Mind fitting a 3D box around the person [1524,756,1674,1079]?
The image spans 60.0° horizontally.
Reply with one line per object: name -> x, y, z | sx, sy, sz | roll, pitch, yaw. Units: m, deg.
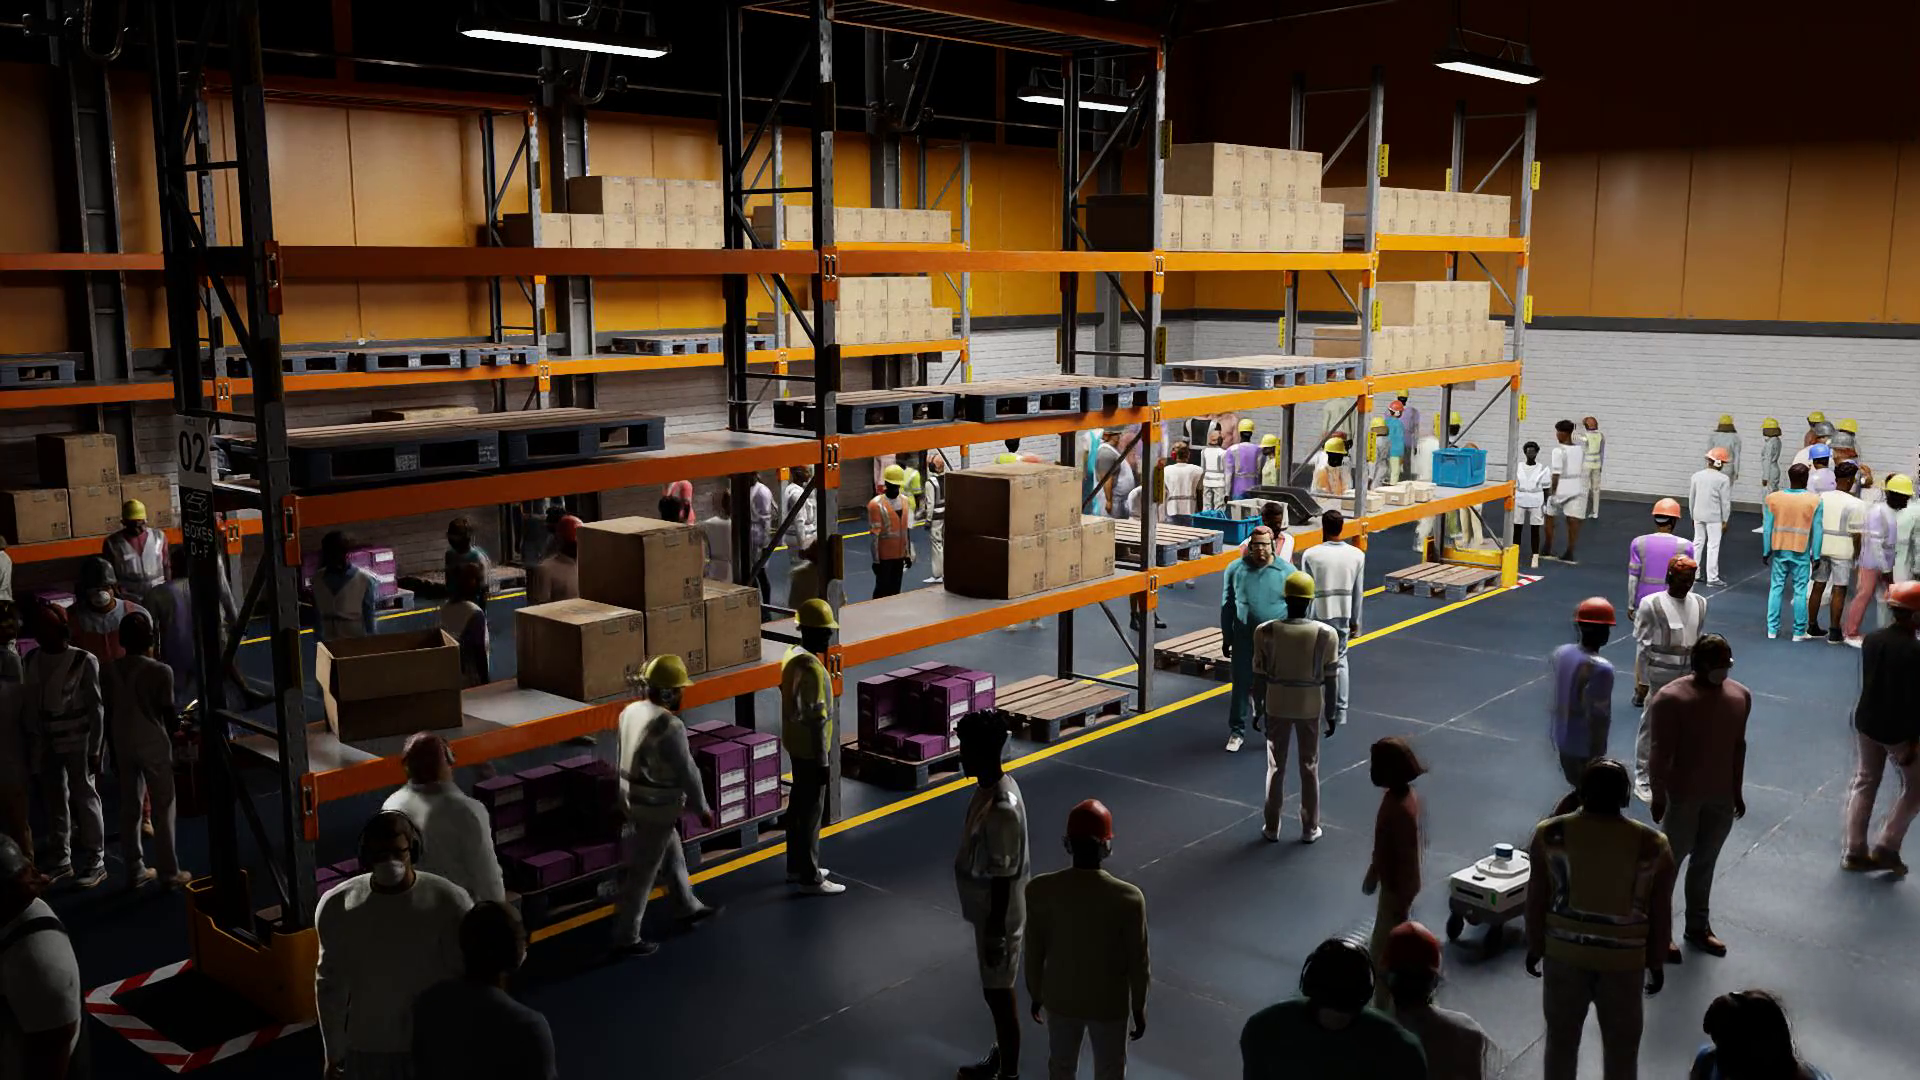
person -> 2.907, 1.888, 7.611 | 0.633, 1.839, 0.429 | 3, 10, 18

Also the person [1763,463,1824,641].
person -> 8.941, 0.131, 17.884 | 0.587, 1.915, 0.393 | 8, 13, 41

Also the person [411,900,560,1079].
person -> -1.541, 2.161, 5.827 | 0.643, 1.889, 1.007 | 9, 13, 41

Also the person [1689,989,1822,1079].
person -> 2.624, 2.294, 5.315 | 0.594, 1.802, 0.667 | -3, 10, -17

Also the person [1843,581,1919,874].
person -> 6.172, 1.246, 11.026 | 0.487, 1.972, 0.630 | -2, 10, -14

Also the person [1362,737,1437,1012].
person -> 2.290, 1.827, 8.691 | 0.548, 1.619, 0.508 | 2, 10, 12

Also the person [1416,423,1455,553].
person -> 6.759, -0.738, 23.172 | 0.826, 1.870, 0.728 | -1, 10, -4

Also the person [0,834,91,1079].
person -> -3.512, 2.033, 6.150 | 0.536, 2.000, 0.683 | -7, 12, -36

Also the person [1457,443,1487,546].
person -> 6.912, -0.506, 22.541 | 0.270, 1.627, 0.499 | -5, 11, -27

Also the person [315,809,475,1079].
person -> -2.226, 2.006, 6.611 | 0.633, 1.940, 0.368 | -1, 10, -6

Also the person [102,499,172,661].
person -> -7.855, 0.507, 15.928 | 0.586, 1.824, 0.408 | -7, 12, -37

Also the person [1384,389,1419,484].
person -> 7.558, -1.658, 28.523 | 0.592, 1.926, 0.366 | 1, 10, 8

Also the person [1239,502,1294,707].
person -> 2.798, 0.589, 15.185 | 0.592, 1.907, 0.414 | -6, 11, -31

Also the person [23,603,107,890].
person -> -5.821, 1.333, 10.785 | 0.573, 1.887, 0.356 | 2, 10, 12

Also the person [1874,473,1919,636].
person -> 9.780, 0.234, 17.312 | 0.540, 1.897, 0.584 | -3, 10, -18

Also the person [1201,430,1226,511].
person -> 3.697, -0.770, 24.080 | 0.310, 1.639, 0.514 | -9, 13, -43

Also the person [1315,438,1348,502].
person -> 4.552, -0.303, 20.431 | 0.383, 1.924, 0.594 | 5, 11, 29

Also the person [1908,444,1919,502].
person -> 13.422, -0.718, 22.980 | 0.661, 1.891, 0.872 | 2, 10, 12

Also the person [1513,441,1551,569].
person -> 7.547, -0.470, 22.103 | 0.541, 1.700, 0.315 | 5, 11, 26

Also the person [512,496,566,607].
person -> -4.691, -0.033, 18.500 | 0.609, 2.034, 0.404 | 2, 10, 10

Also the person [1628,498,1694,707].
person -> 6.372, 0.581, 15.163 | 0.547, 1.924, 0.391 | 5, 11, 28

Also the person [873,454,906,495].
person -> -0.993, -0.776, 23.768 | 0.526, 1.760, 0.345 | 4, 10, 24

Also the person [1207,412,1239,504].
person -> 4.249, -1.418, 27.231 | 0.652, 1.883, 0.666 | 3, 10, 16

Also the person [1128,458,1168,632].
person -> 2.103, 0.042, 18.361 | 0.543, 1.932, 0.376 | -7, 12, -36

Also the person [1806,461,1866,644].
person -> 9.361, 0.129, 17.781 | 0.379, 1.958, 0.599 | -5, 11, -29

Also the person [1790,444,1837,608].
person -> 10.091, -0.163, 19.563 | 0.602, 1.938, 0.401 | -4, 10, -25

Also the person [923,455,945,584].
person -> -0.289, -0.267, 21.068 | 0.314, 1.641, 0.515 | 5, 11, 28

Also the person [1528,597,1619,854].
person -> 4.037, 1.315, 10.807 | 0.487, 1.911, 0.560 | -3, 10, -17

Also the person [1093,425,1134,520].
person -> 2.032, -0.614, 21.953 | 0.535, 2.000, 0.682 | 2, 10, 9

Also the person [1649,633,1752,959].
person -> 4.318, 1.482, 9.738 | 0.635, 1.937, 0.352 | -2, 10, -13

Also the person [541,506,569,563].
person -> -3.911, 0.506, 16.286 | 0.321, 1.697, 0.529 | -9, 13, -42

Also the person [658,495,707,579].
person -> -2.617, 0.562, 15.199 | 0.629, 1.948, 0.681 | 1, 10, 4

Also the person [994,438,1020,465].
person -> 0.723, -0.646, 23.161 | 0.540, 1.696, 0.317 | 6, 11, 31

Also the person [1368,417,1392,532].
person -> 6.293, -0.984, 25.058 | 0.304, 1.740, 0.485 | 9, 13, 44

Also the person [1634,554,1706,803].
person -> 5.365, 1.036, 12.559 | 0.572, 1.887, 0.356 | -3, 10, -16

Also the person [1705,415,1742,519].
person -> 11.919, -1.114, 26.002 | 0.496, 1.687, 0.879 | 4, 10, 24

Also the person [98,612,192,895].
person -> -5.247, 1.372, 10.705 | 0.505, 1.838, 0.353 | 1, 10, 8

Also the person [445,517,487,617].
person -> -4.389, 0.702, 14.701 | 0.537, 1.835, 0.400 | 6, 11, 33

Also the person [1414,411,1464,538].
person -> 7.086, -0.941, 24.311 | 0.819, 1.905, 0.595 | 0, 10, 1

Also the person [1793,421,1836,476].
person -> 11.041, -0.508, 21.316 | 0.683, 2.000, 0.537 | -4, 10, -20

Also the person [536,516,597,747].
person -> -3.278, 0.765, 13.935 | 0.512, 1.974, 0.614 | 6, 11, 34

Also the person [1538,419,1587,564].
person -> 8.134, -0.663, 22.551 | 0.620, 1.933, 0.744 | -3, 10, -20
